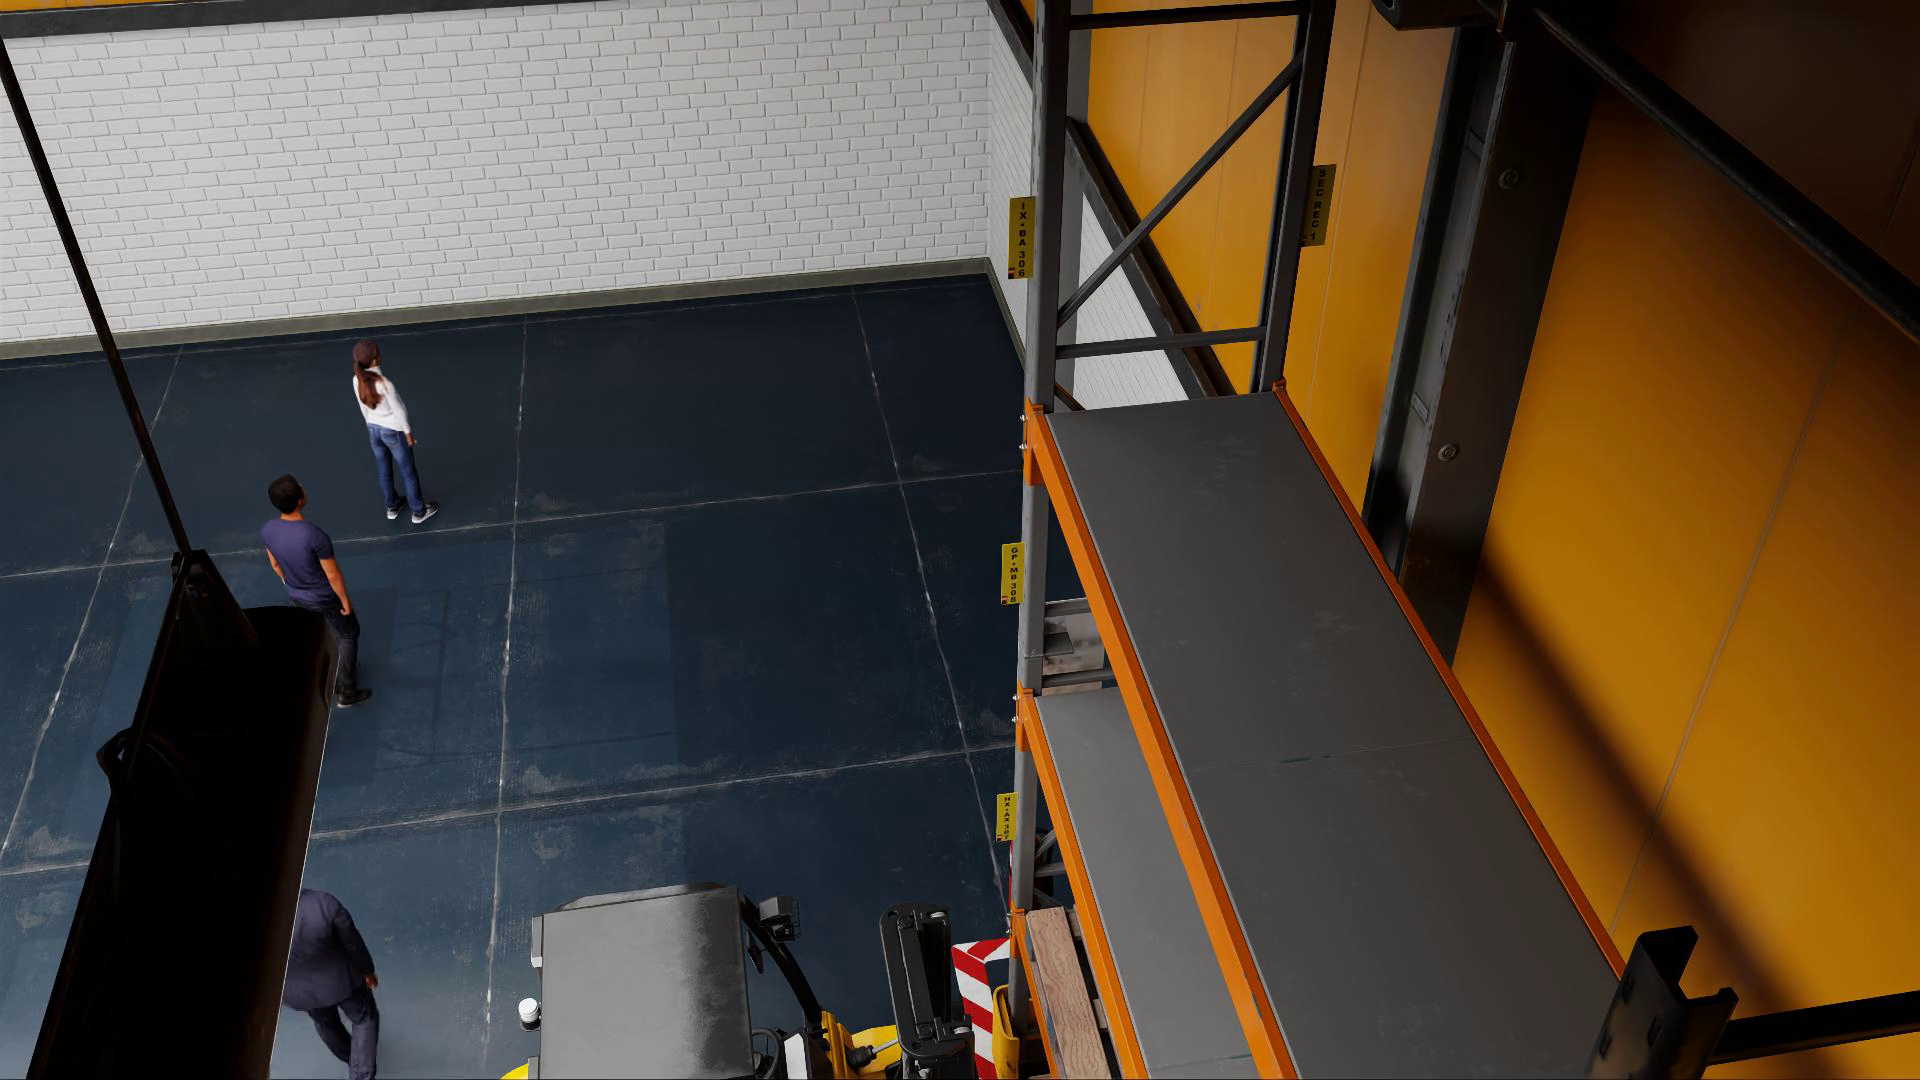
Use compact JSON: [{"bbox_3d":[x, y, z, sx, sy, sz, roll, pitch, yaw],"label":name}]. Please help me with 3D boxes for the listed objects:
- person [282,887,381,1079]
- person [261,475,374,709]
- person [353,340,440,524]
[{"bbox_3d":[-3.208,2.258,8.362,0.709,1.809,0.914,-5,39,-6],"label":"person"},{"bbox_3d":[-4.197,0.372,10.741,0.769,1.788,0.788,7,39,9],"label":"person"},{"bbox_3d":[-4.277,-0.811,12.405,0.620,1.558,0.648,11,40,14],"label":"person"}]
